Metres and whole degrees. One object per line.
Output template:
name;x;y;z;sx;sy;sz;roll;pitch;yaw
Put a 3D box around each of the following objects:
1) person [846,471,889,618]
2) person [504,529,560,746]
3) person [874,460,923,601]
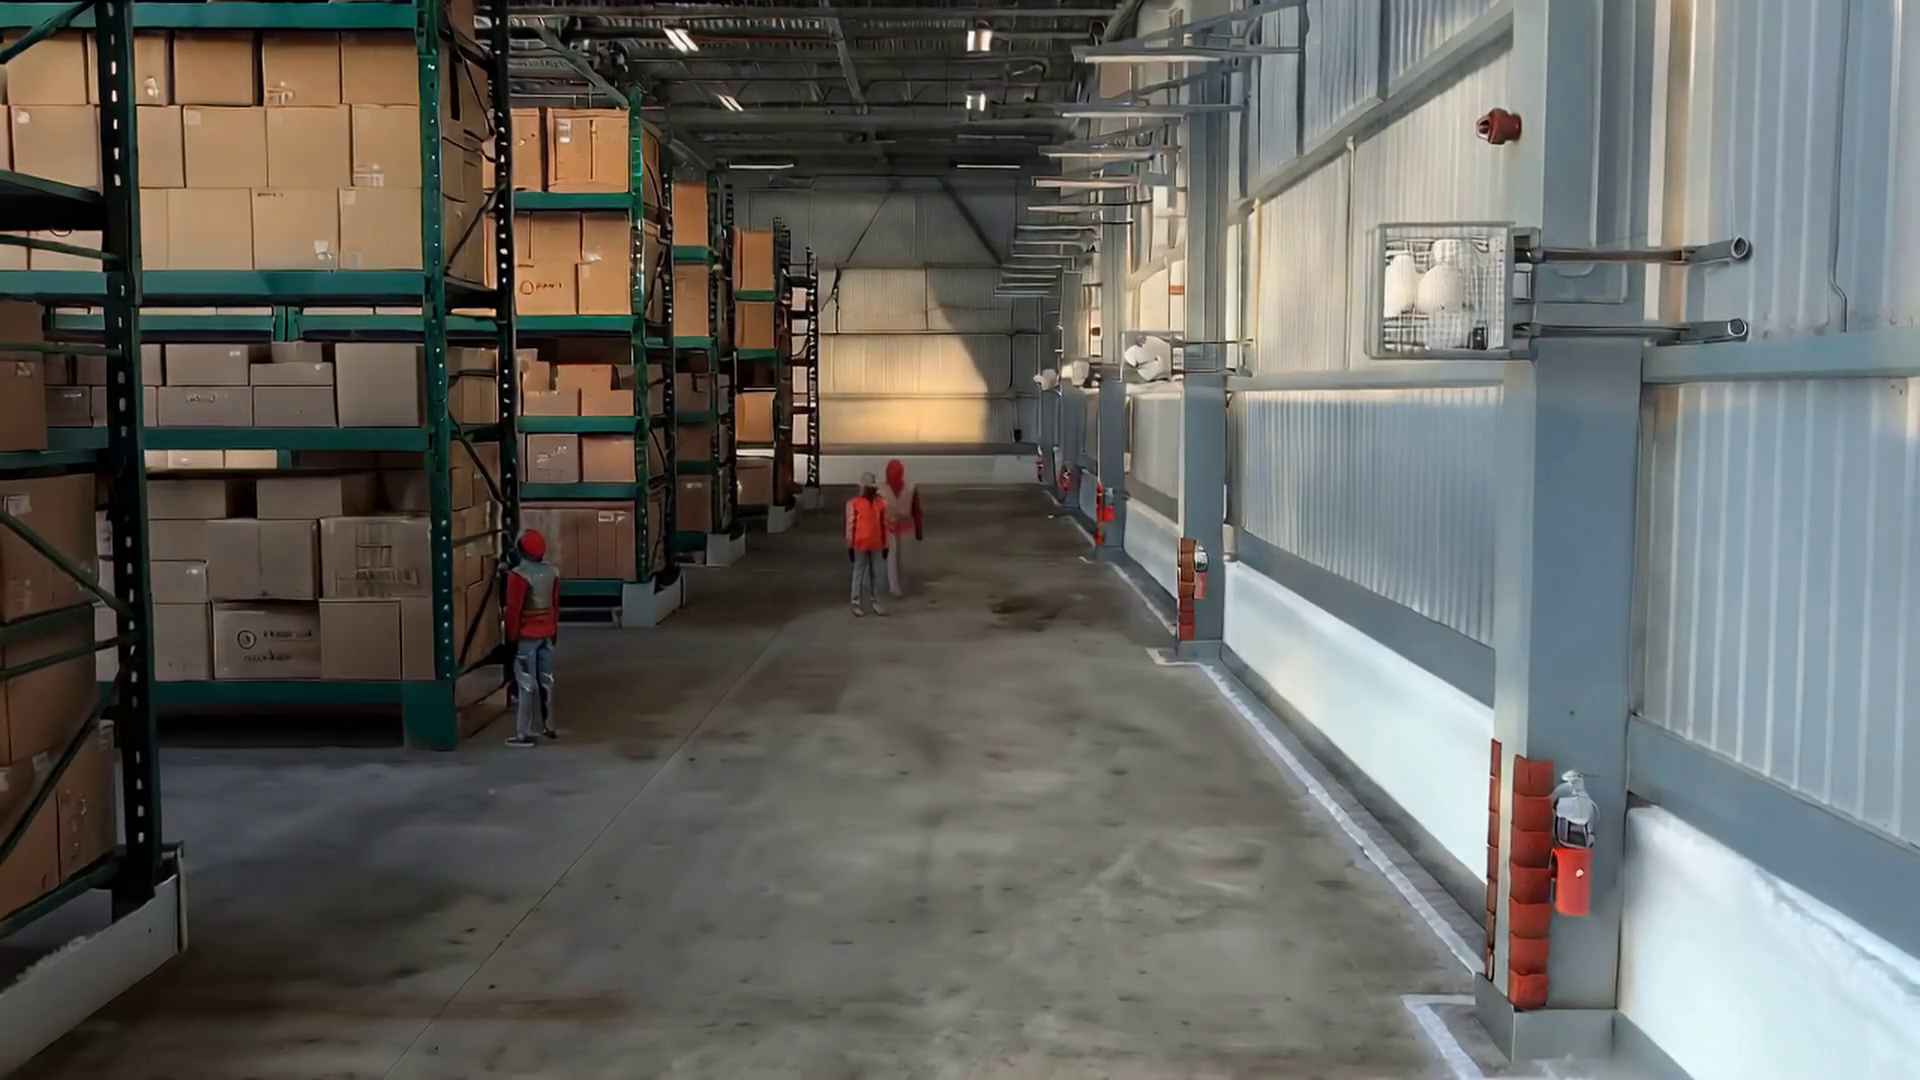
person;-1.089;0.053;19.836;0.566;1.744;0.350;-3;6;-33
person;-3.221;0.733;12.575;0.318;1.631;0.524;3;6;29
person;-0.793;-0.113;21.410;0.648;1.800;0.919;-2;5;-18
